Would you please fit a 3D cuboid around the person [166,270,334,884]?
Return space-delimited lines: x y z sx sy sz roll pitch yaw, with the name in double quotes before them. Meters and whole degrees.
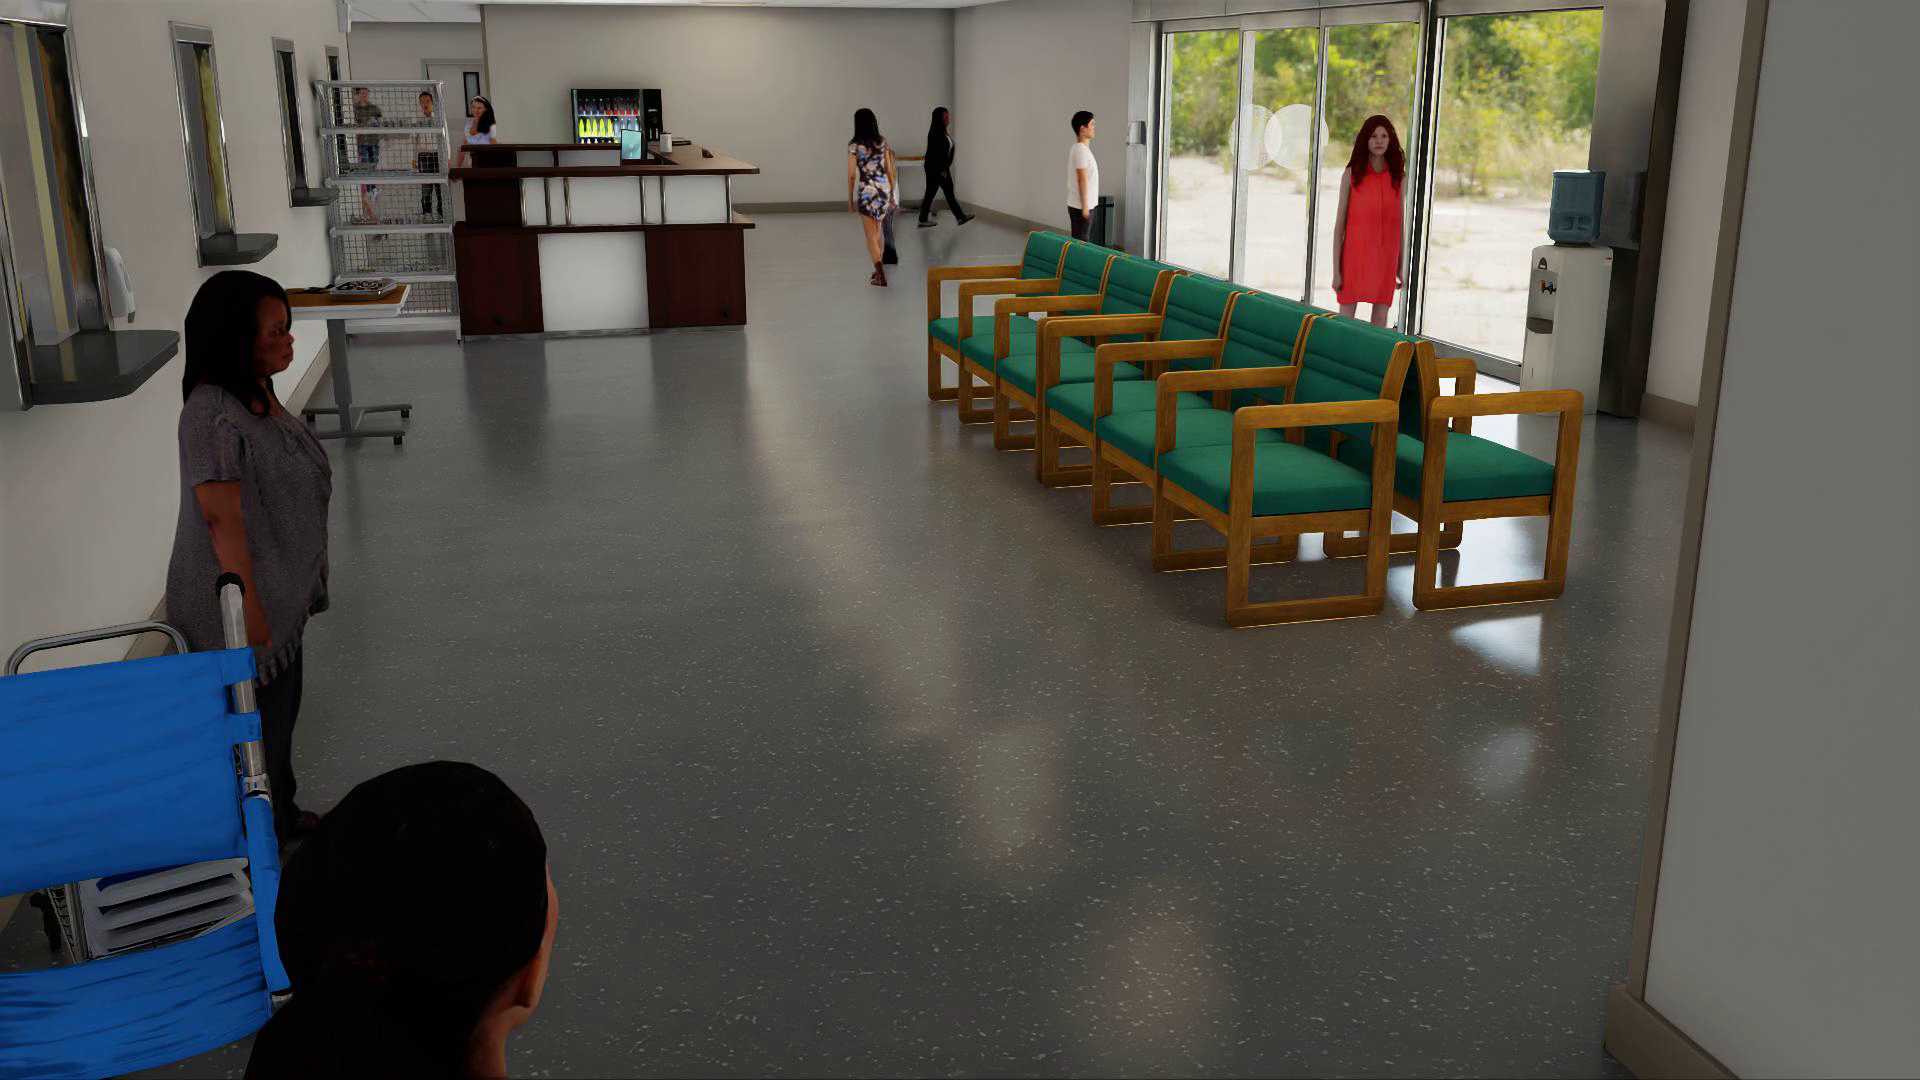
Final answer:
"person" -1.859 0.103 4.321 0.633 1.603 0.630 -5 16 -16

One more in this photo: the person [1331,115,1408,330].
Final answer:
"person" 2.487 -1.652 10.131 0.507 1.827 0.704 -1 16 -4

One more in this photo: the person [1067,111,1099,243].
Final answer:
"person" 1.158 -3.235 15.940 0.617 1.722 0.677 0 16 0

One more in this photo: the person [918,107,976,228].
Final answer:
"person" -0.382 -5.005 22.474 1.099 1.583 0.891 2 16 6

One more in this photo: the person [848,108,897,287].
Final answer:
"person" -0.823 -3.348 16.369 0.692 1.706 0.769 -9 18 -30

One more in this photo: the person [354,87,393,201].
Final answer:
"person" -9.654 -6.433 27.105 1.186 1.818 1.097 -14 21 -40

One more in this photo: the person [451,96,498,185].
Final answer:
"person" -5.386 -4.128 19.068 1.164 1.744 1.276 11 19 33

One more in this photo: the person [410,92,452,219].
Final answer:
"person" -7.132 -5.120 22.465 0.476 1.809 0.733 -5 17 -17
